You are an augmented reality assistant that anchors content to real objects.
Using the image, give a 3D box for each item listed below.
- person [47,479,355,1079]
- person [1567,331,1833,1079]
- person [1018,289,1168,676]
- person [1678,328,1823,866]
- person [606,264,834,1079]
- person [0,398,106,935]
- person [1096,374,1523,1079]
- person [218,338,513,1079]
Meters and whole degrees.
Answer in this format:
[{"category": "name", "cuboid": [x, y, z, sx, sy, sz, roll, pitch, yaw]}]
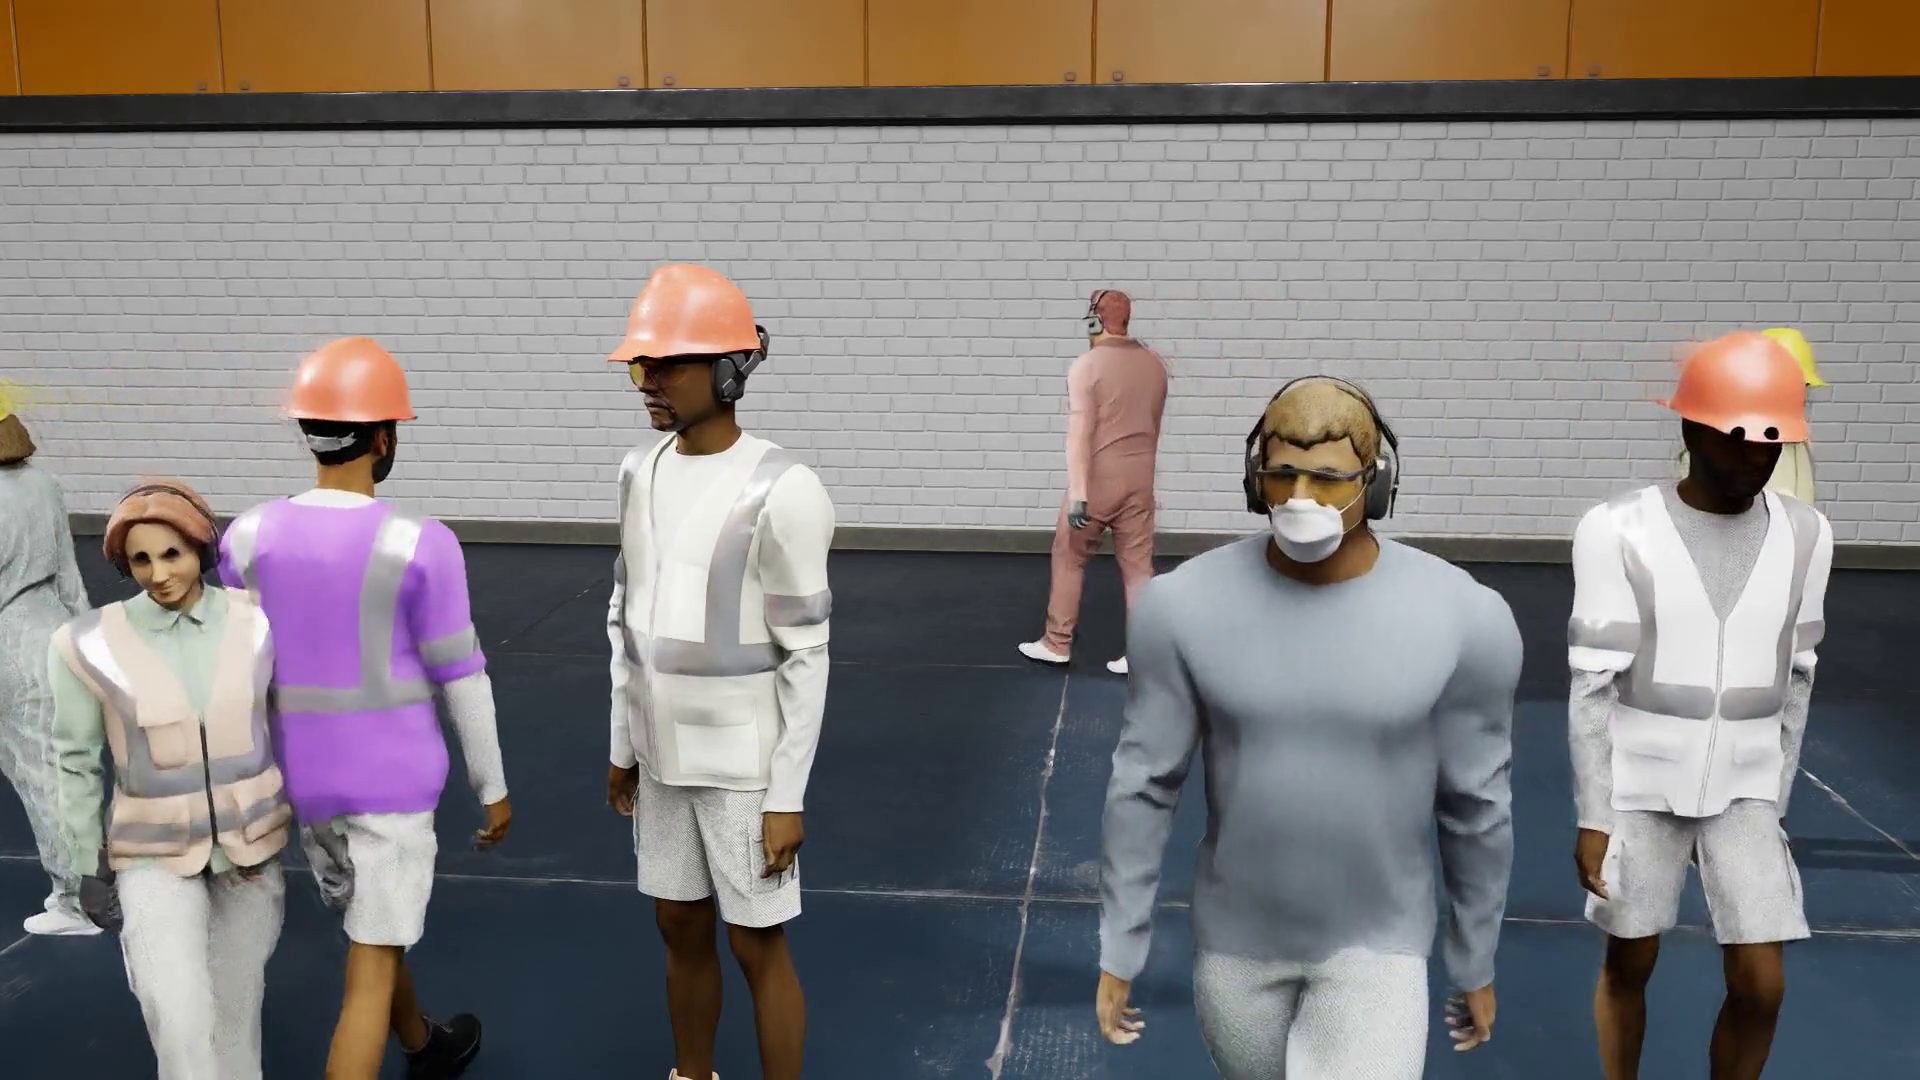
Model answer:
[{"category": "person", "cuboid": [-1.538, 0.679, 3.446, 0.527, 1.604, 0.775, -7, 12, -37]}, {"category": "person", "cuboid": [1.514, 0.532, 3.432, 0.545, 1.909, 0.607, 1, 10, 6]}, {"category": "person", "cuboid": [0.659, -0.277, 8.148, 0.683, 1.872, 0.850, -8, 13, -39]}, {"category": "person", "cuboid": [2.642, 0.200, 5.599, 0.610, 1.822, 0.404, -6, 12, -32]}, {"category": "person", "cuboid": [-0.540, 0.452, 3.517, 0.608, 2.044, 0.370, 8, 13, 38]}, {"category": "person", "cuboid": [-2.791, 0.364, 4.919, 0.446, 1.715, 0.515, 1, 10, 5]}, {"category": "person", "cuboid": [0.559, 0.667, 2.765, 0.655, 1.883, 1.038, 4, 11, 21]}, {"category": "person", "cuboid": [-1.286, 0.503, 3.667, 0.551, 1.885, 0.960, 3, 10, 16]}]
